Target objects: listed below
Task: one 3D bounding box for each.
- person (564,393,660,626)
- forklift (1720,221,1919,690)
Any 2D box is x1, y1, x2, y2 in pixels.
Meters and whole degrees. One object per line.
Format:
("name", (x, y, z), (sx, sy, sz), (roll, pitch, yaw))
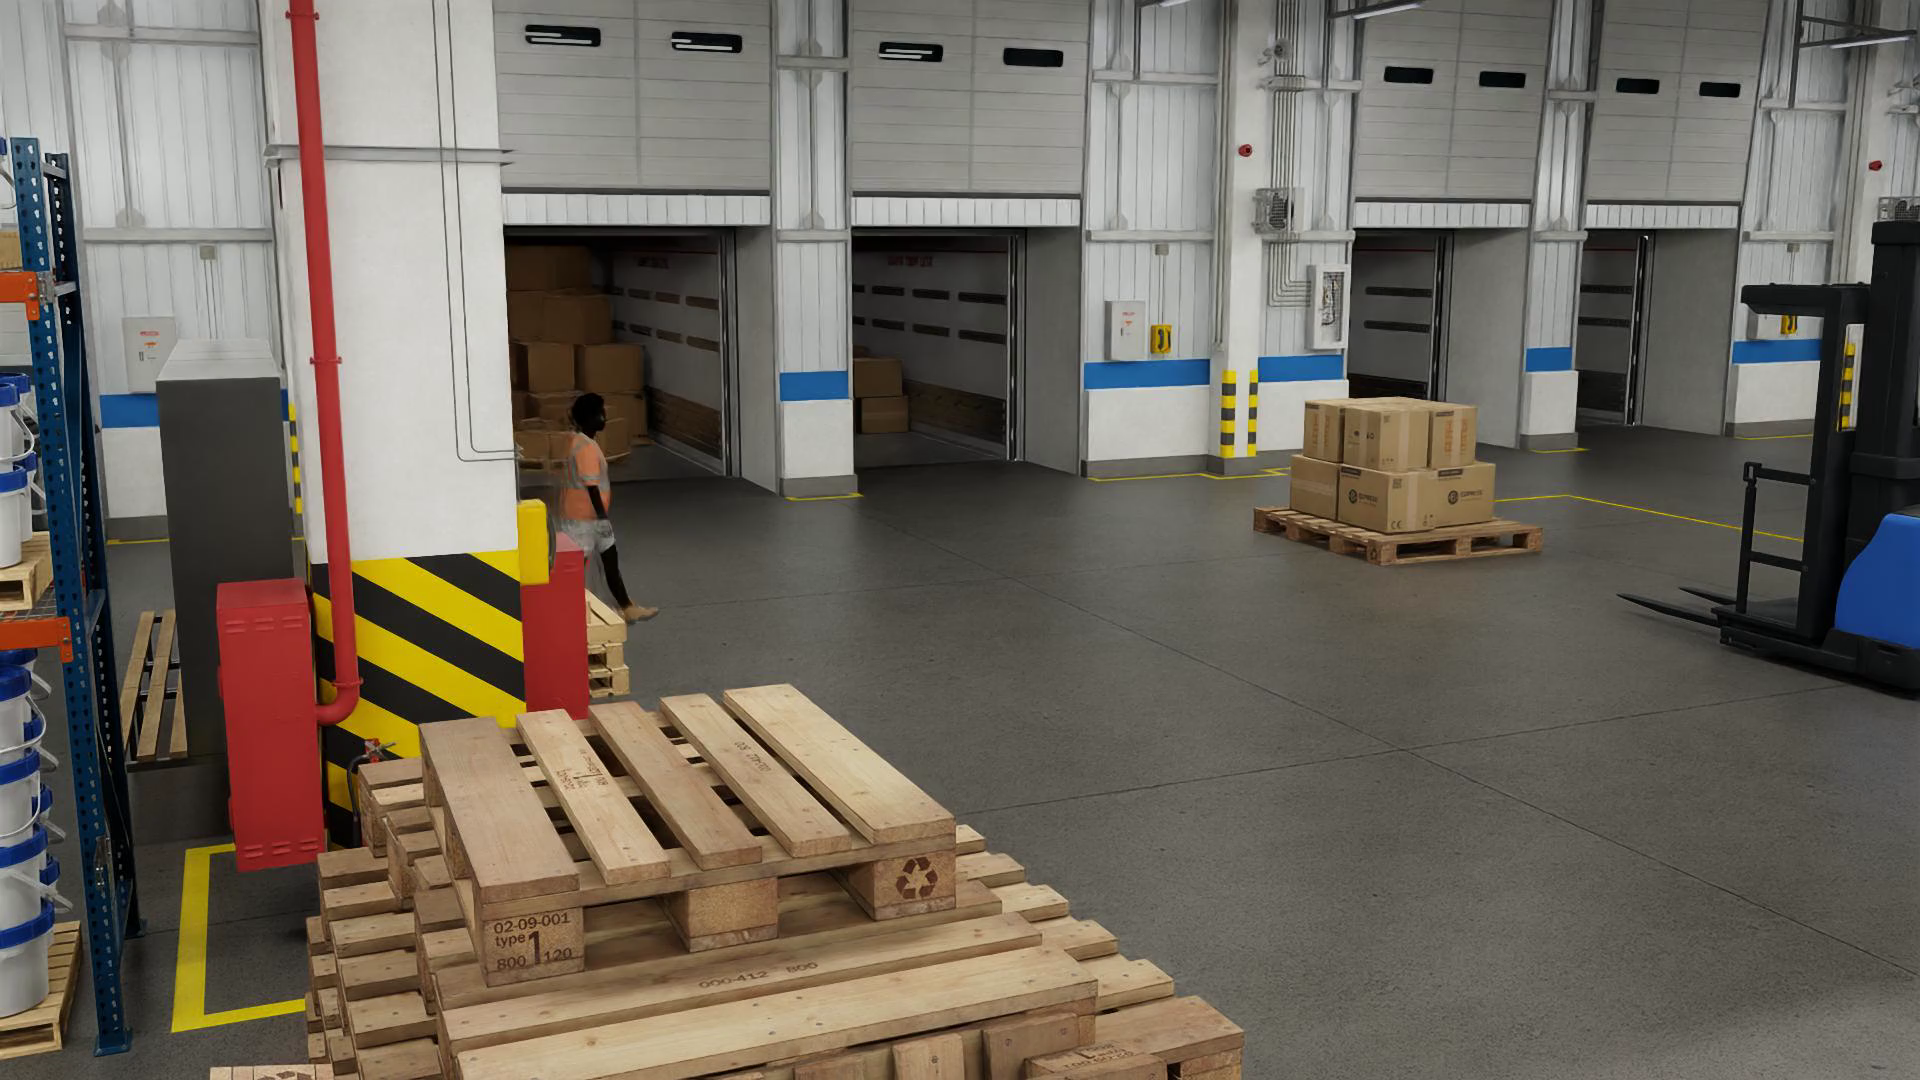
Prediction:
("person", (-2.430, -0.176, 11.468), (0.768, 1.666, 0.552), (-2, 11, -12))
("forklift", (5.949, -0.550, 10.218), (1.129, 2.768, 1.873), (-4, 11, -23))
